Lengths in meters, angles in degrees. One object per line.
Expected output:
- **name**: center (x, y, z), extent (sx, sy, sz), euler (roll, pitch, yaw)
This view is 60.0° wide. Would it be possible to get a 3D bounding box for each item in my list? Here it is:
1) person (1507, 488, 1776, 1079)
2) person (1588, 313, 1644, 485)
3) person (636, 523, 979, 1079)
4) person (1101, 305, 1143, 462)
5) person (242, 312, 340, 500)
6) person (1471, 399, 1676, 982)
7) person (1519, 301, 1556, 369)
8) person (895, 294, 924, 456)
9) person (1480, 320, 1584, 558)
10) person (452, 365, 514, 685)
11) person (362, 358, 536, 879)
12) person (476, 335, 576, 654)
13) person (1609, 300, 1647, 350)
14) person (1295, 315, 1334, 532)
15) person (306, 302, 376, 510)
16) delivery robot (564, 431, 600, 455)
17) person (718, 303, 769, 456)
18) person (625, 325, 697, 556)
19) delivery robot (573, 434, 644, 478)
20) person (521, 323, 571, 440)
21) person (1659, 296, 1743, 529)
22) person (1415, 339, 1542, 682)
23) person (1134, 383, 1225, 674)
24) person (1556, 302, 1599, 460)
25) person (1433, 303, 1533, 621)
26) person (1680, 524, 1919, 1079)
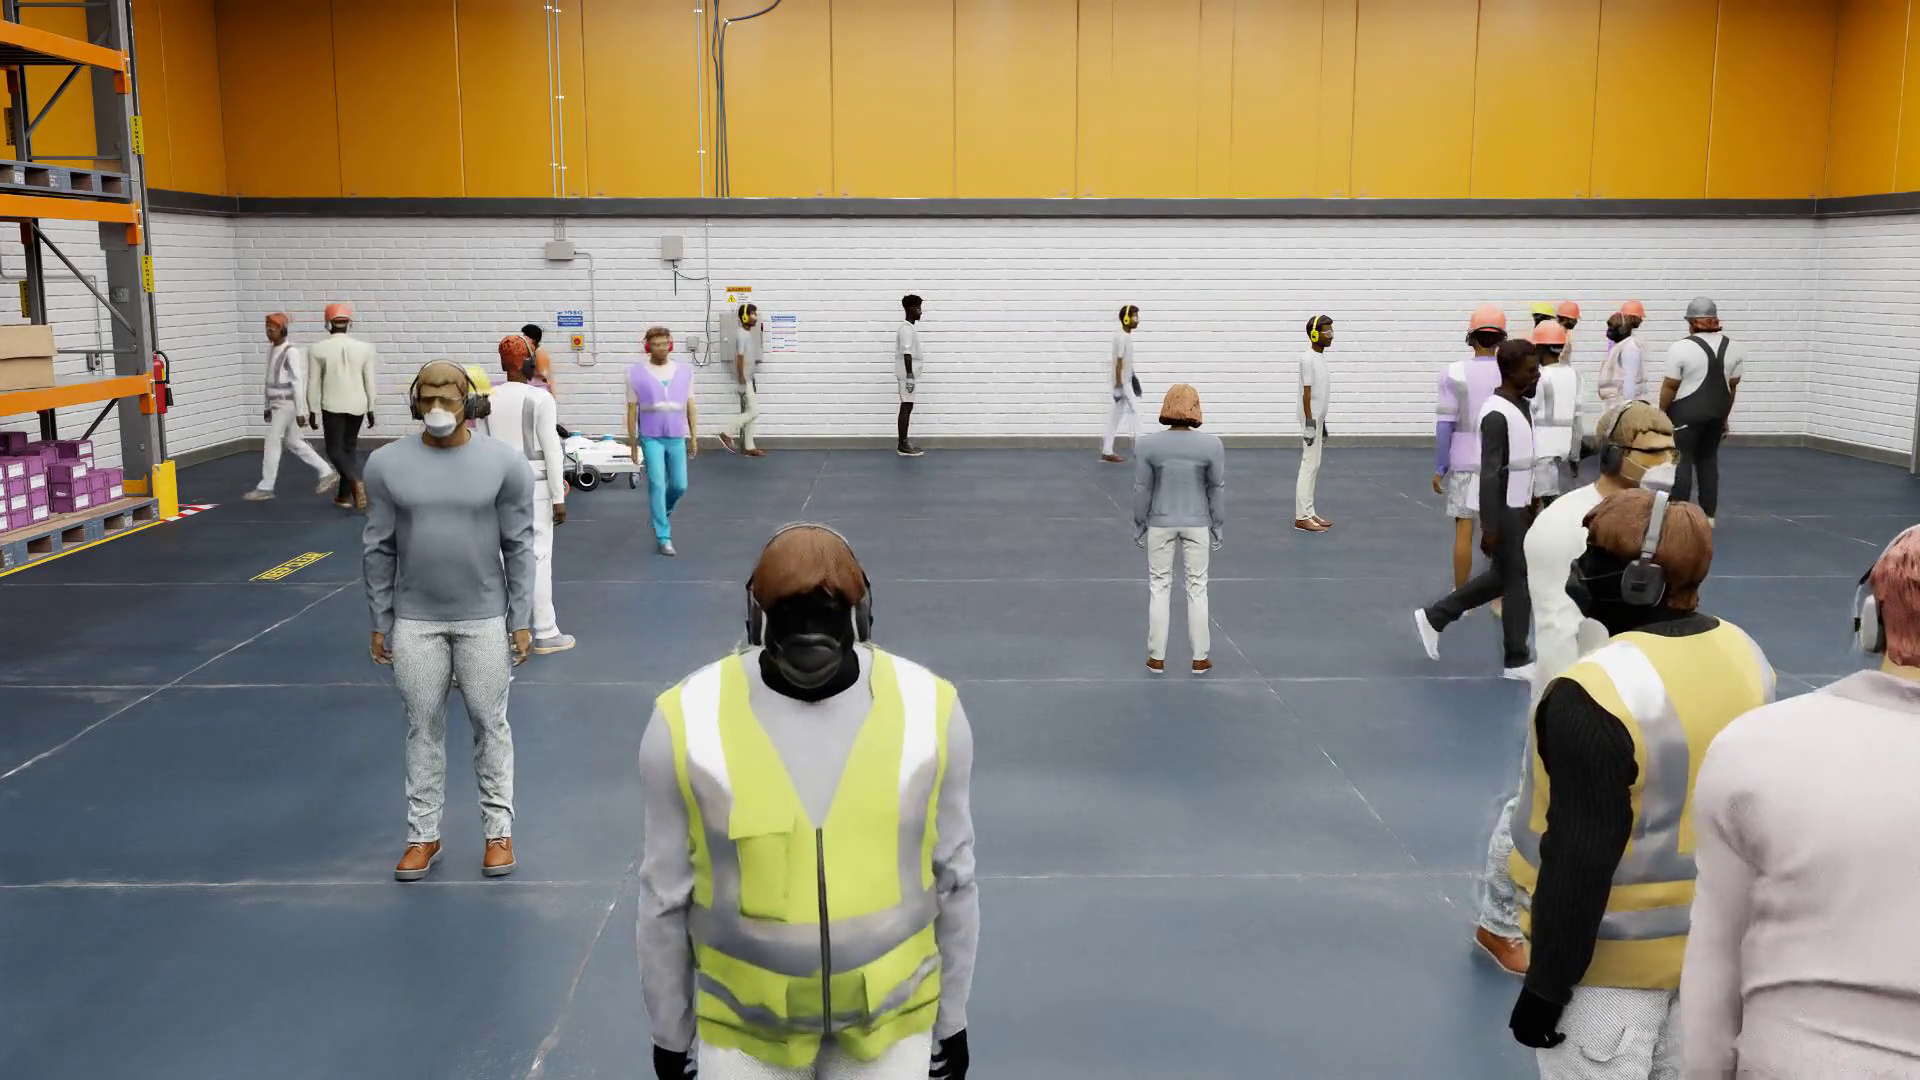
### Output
- **person**: center (1.322, 0.810, 3.346), extent (0.629, 1.846, 0.429), euler (-7, 12, -38)
- **person**: center (6.802, -1.388, 16.902), extent (0.637, 1.831, 0.633), euler (2, 10, 13)
- **person**: center (-0.277, 0.860, 3.112), extent (0.628, 1.826, 0.566), euler (-2, 9, -9)
- **person**: center (2.042, -1.811, 19.452), extent (0.829, 1.841, 0.515), euler (1, 9, 4)
- **person**: center (-6.642, -1.330, 16.468), extent (0.927, 1.848, 0.576), euler (-7, 11, -35)
- **person**: center (1.961, 0.524, 4.998), extent (0.639, 1.886, 1.033), euler (-4, 10, -22)
- **person**: center (6.496, -1.731, 18.747), extent (0.503, 1.902, 0.584), euler (-3, 10, -17)
- **person**: center (-0.617, -2.013, 20.282), extent (0.364, 1.964, 0.612), euler (-1, 9, -3)
- **person**: center (4.266, -0.671, 12.290), extent (0.565, 1.882, 0.975), euler (-6, 11, -32)
- **person**: center (-2.611, -0.056, 8.900), extent (0.382, 1.754, 0.542), euler (-4, 10, -24)
- **person**: center (-1.892, 0.297, 6.202), extent (0.632, 1.940, 0.372), euler (-1, 9, -7)
- **person**: center (-2.574, -0.264, 9.818), extent (0.572, 1.883, 0.356), euler (4, 10, 21)
- **person**: center (7.478, -1.735, 18.714), extent (0.402, 1.937, 0.551), euler (1, 9, 5)
- **person**: center (3.098, -1.015, 14.457), extent (0.326, 1.871, 0.520), euler (4, 10, 23)
- **person**: center (-5.772, -1.245, 15.585), extent (0.626, 1.966, 0.857), euler (-8, 12, -39)
- **delivery robot**: center (-4.048, -0.912, 17.561), extent (0.477, 0.478, 0.707), euler (7, 11, 37)
- **person**: center (-2.603, -1.916, 20.025), extent (0.508, 1.855, 0.539), euler (0, 9, -1)
- **person**: center (-2.417, -0.815, 13.375), extent (0.571, 1.830, 0.698), euler (-5, 11, -30)
- **delivery robot**: center (-3.623, -0.847, 17.162), extent (0.707, 0.478, 0.477), euler (-2, 9, -13)
- **person**: center (-4.726, -1.659, 19.045), extent (0.771, 1.654, 0.594), euler (-3, 10, -19)
- **person**: center (6.352, -1.098, 14.444), extent (0.686, 2.000, 0.538), euler (-2, 10, -15)
- **person**: center (2.953, -0.169, 9.202), extent (0.769, 1.892, 0.598), euler (5, 11, 28)
- **person**: center (1.227, -0.061, 9.332), extent (0.507, 1.631, 0.265), euler (1, 9, 8)
- **person**: center (7.103, -1.859, 19.599), extent (0.994, 1.871, 0.539), euler (-1, 9, -6)
- **person**: center (3.356, -0.494, 10.731), extent (0.609, 2.044, 0.395), euler (1, 9, 5)
- **person**: center (1.448, 0.917, 2.574), extent (0.661, 1.885, 0.529), euler (5, 11, 30)
